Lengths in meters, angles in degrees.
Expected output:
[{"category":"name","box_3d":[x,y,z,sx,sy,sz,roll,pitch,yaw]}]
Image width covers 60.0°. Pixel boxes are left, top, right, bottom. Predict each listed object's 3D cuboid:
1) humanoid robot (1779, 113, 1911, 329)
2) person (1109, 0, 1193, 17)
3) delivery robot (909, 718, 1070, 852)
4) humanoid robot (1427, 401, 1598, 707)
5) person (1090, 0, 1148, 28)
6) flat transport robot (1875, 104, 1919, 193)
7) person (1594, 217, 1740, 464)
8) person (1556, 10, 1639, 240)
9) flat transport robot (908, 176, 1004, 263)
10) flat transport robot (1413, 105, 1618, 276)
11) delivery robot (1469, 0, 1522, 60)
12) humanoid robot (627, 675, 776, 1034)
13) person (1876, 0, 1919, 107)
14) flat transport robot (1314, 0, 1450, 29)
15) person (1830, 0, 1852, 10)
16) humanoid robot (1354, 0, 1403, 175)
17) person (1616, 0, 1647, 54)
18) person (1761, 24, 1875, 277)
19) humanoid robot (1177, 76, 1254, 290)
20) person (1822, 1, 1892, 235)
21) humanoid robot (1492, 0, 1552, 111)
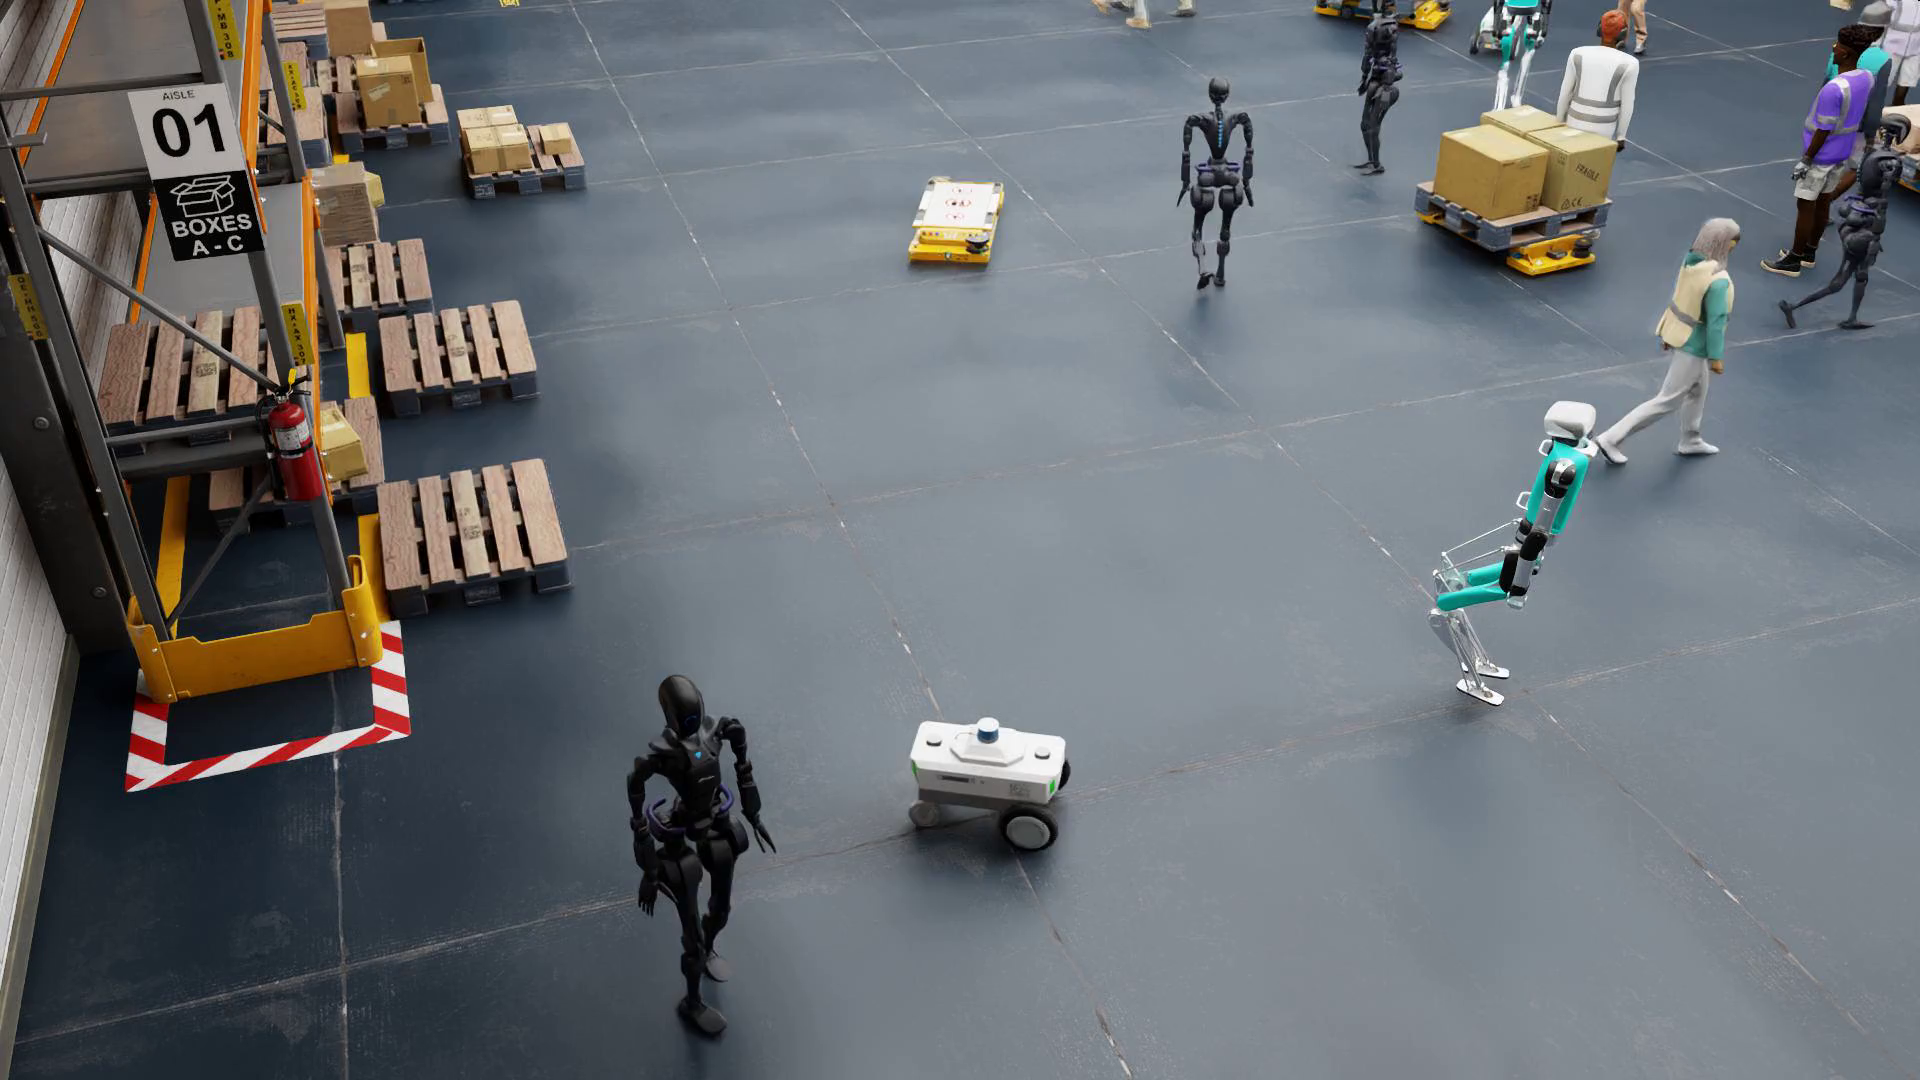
[{"category":"humanoid robot","box_3d":[6.525,-2.311,12.147,0.739,1.633,0.590,5,34,8]},{"category":"person","box_3d":[2.269,-6.924,19.092,1.010,1.784,0.577,1,33,1]},{"category":"delivery robot","box_3d":[0.150,1.110,7.897,0.791,0.598,0.499,6,34,9]},{"category":"humanoid robot","box_3d":[2.680,0.031,8.345,0.735,1.677,0.533,16,36,23]},{"category":"person","box_3d":[1.825,-6.808,18.882,0.485,1.816,1.009,-27,42,-35]},{"category":"flat transport robot","box_3d":[8.777,-3.116,14.638,0.659,0.231,1.431,-8,34,-12]},{"category":"person","box_3d":[4.537,-1.226,10.446,0.831,1.674,0.467,2,33,3]},{"category":"person","box_3d":[5.128,-3.347,13.513,0.583,1.882,0.337,21,39,29]},{"category":"flat transport robot","box_3d":[-0.016,-2.706,14.009,0.659,0.231,1.431,4,33,5]},{"category":"flat transport robot","box_3d":[4.524,-2.581,13.817,0.659,0.231,1.431,-15,36,-22]},{"category":"delivery robot","box_3d":[5.908,-5.597,18.185,0.499,0.599,0.784,15,36,21]},{"category":"humanoid robot","box_3d":[-1.033,1.224,6.704,0.611,1.651,0.501,-24,40,-32]},{"category":"person","box_3d":[8.685,-4.525,15.288,0.551,1.913,0.510,15,36,22]},{"category":"flat transport robot","box_3d":[4.922,-6.217,19.393,1.431,0.231,0.659,17,37,24]},{"category":"person","box_3d":[10.652,-6.934,19.085,0.532,1.803,0.911,-12,35,-18]},{"category":"humanoid robot","box_3d":[3.755,-4.094,14.849,0.339,1.645,0.588,-7,34,-11]},{"category":"person","box_3d":[7.263,-6.060,17.889,0.465,1.648,0.489,-28,42,-36]},{"category":"person","box_3d":[6.714,-3.018,12.935,0.602,1.966,0.367,-24,40,-32]},{"category":"humanoid robot","box_3d":[1.979,-2.687,12.692,0.588,1.639,0.491,0,33,0]},{"category":"person","box_3d":[7.247,-3.410,13.567,0.585,1.924,0.597,-17,37,-25]},{"category":"humanoid robot","box_3d":[5.437,-5.011,16.219,0.578,1.770,0.903,9,34,14]}]
